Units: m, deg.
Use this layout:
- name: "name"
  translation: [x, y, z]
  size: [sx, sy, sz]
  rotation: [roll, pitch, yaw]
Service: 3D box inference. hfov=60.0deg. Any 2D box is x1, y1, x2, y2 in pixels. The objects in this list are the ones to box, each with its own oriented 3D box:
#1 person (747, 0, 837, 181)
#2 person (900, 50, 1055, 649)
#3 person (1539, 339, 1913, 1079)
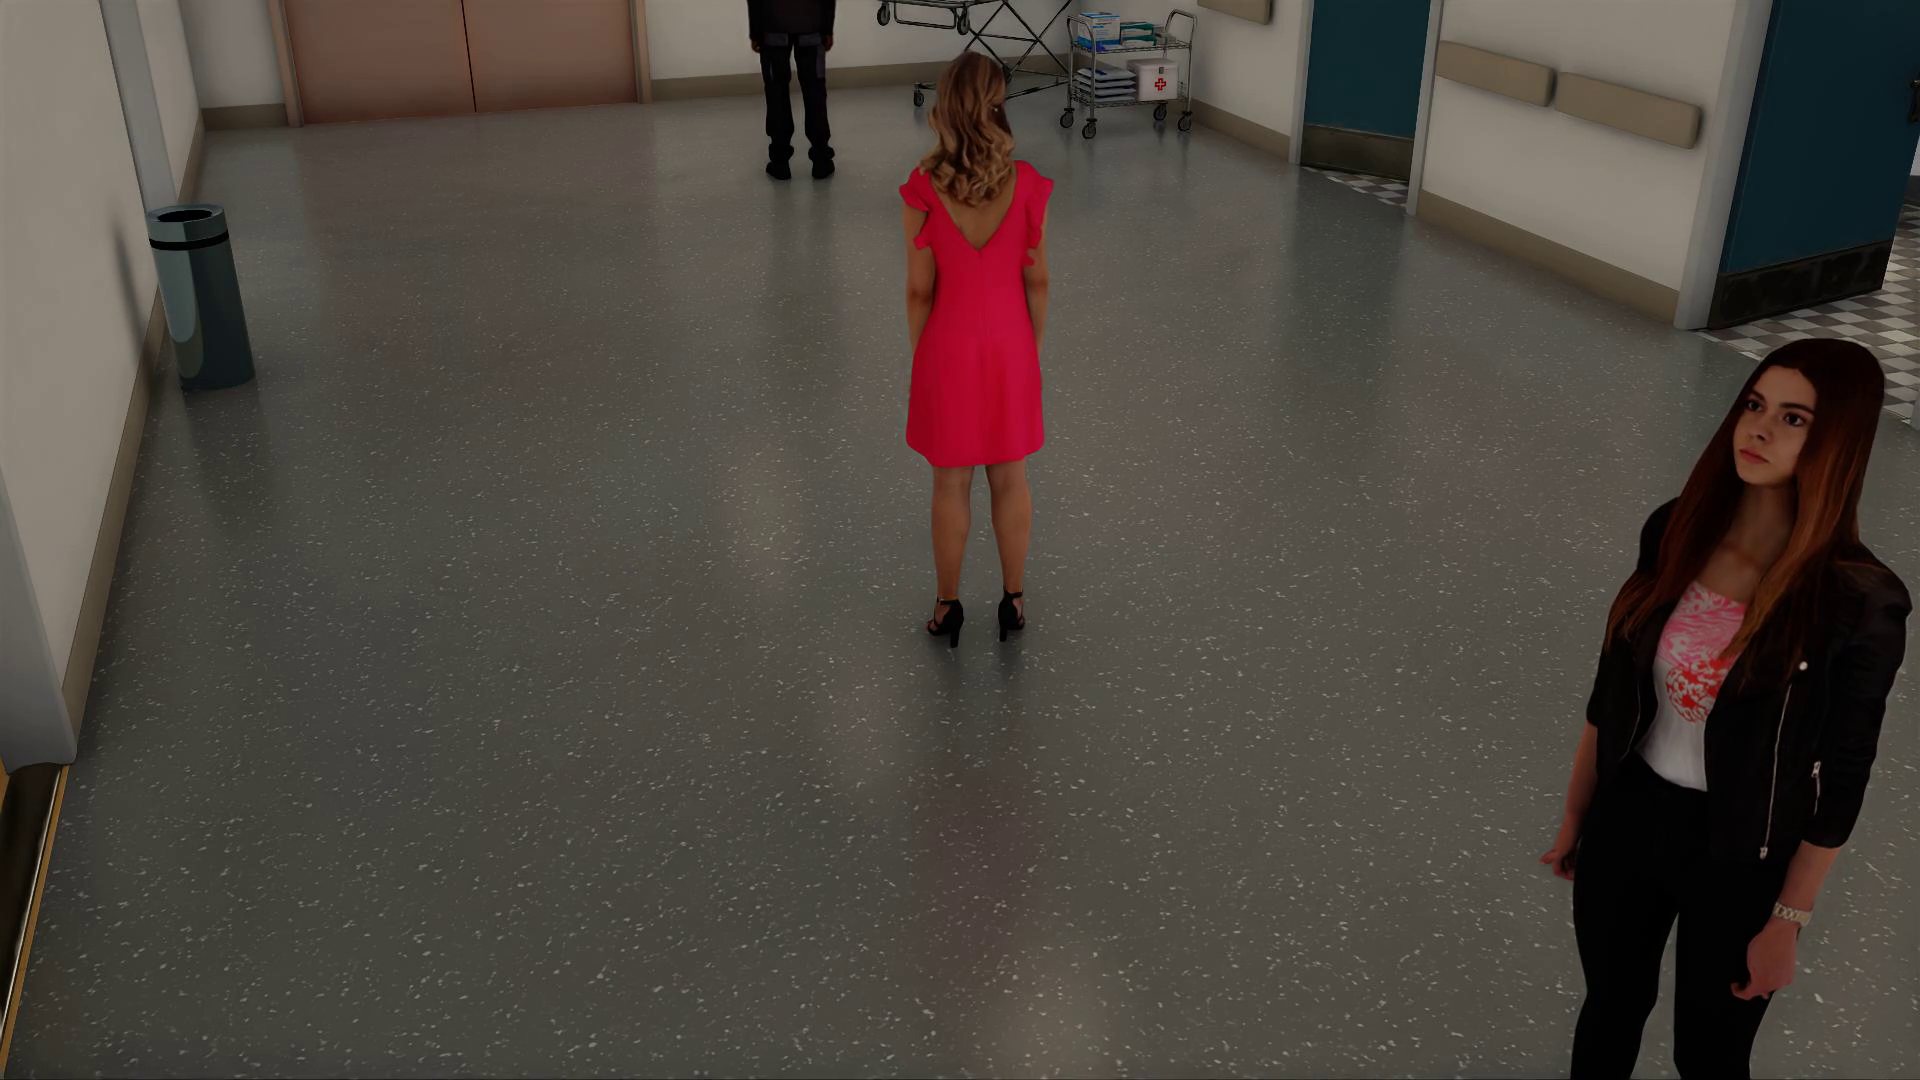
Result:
- name: "person"
  translation: [-1.010, -3.091, 9.966]
  size: [0.757, 1.819, 0.695]
  rotation: [-2, 26, -5]
- name: "person"
  translation: [0.046, -0.503, 4.703]
  size: [0.620, 1.728, 0.610]
  rotation: [-3, 26, -5]
- name: "person"
  translation: [1.187, 0.491, 2.656]
  size: [0.695, 1.715, 0.518]
  rotation: [-15, 29, -27]
